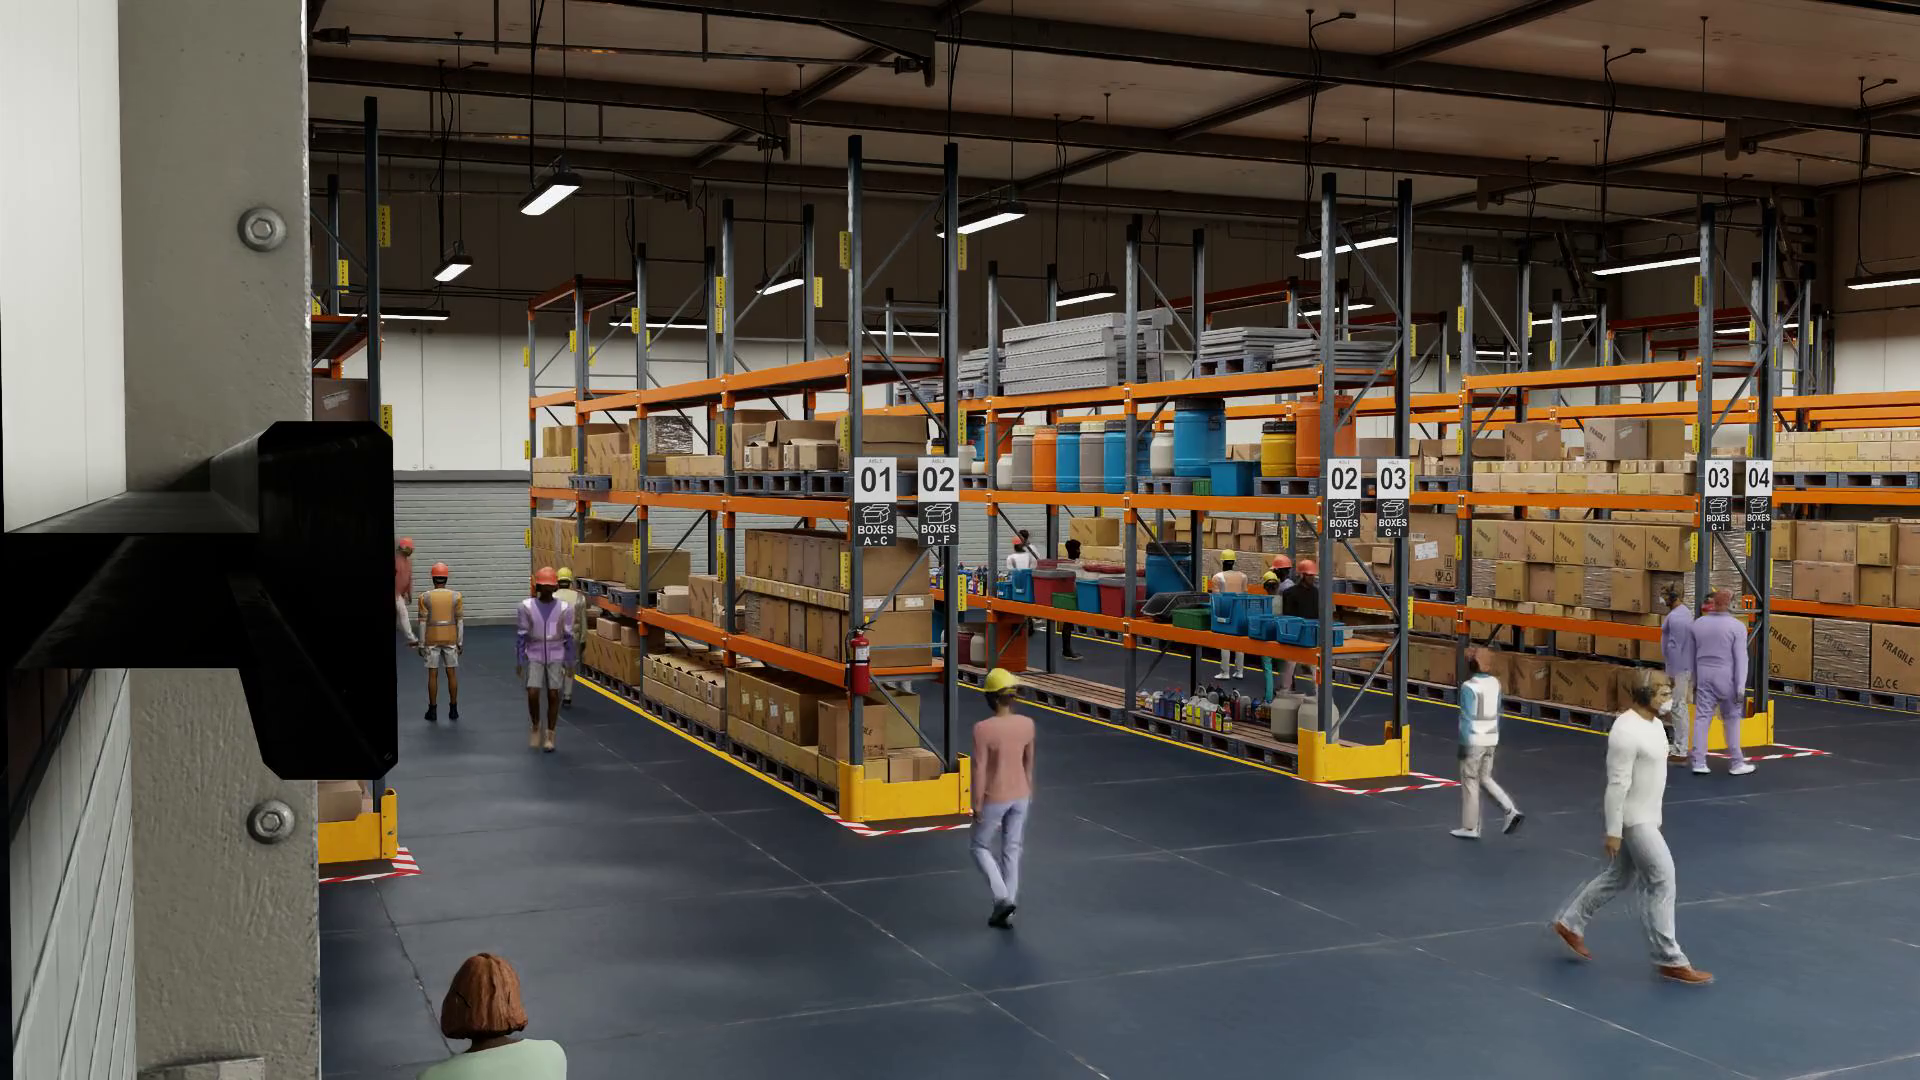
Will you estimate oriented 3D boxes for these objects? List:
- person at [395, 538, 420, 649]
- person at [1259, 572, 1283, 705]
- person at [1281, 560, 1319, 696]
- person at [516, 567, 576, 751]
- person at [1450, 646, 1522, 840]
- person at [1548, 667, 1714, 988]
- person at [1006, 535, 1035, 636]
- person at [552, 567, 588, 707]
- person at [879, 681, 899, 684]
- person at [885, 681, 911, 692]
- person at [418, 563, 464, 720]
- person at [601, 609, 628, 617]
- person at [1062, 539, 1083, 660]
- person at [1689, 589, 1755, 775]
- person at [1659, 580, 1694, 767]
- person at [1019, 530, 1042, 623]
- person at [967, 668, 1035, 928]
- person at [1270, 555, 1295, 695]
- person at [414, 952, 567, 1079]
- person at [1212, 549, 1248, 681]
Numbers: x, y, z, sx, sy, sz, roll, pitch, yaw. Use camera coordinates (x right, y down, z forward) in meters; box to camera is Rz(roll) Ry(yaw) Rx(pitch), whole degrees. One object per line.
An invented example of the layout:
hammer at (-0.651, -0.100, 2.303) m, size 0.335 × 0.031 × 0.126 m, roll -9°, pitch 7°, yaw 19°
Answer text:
person at (-9.716, 0.925, 30.952) m, size 1.009 × 1.930 × 0.626 m, roll 0°, pitch 2°, yaw 10°
person at (4.065, 1.294, 23.424) m, size 0.531 × 1.760 × 0.332 m, roll -1°, pitch 2°, yaw -26°
person at (4.400, 1.227, 22.908) m, size 0.617 × 1.940 × 1.041 m, roll -1°, pitch 2°, yaw -16°
person at (-4.527, 1.307, 19.613) m, size 0.630 × 2.025 × 0.497 m, roll 0°, pitch 2°, yaw -13°
person at (4.346, 1.689, 14.876) m, size 0.518 × 1.623 × 0.494 m, roll -2°, pitch 3°, yaw -42°
person at (4.089, 1.710, 10.987) m, size 0.988 × 1.897 × 0.631 m, roll 2°, pitch 3°, yaw 36°
person at (1.124, 0.857, 32.783) m, size 0.560 × 1.920 × 0.730 m, roll -1°, pitch 2°, yaw -15°
person at (-5.190, 1.266, 23.431) m, size 0.630 × 1.811 × 0.574 m, roll -1°, pitch 2°, yaw -20°
person at (-1.029, 1.172, 25.827) m, size 0.629 × 1.827 × 0.502 m, roll -1°, pitch 2°, yaw -18°
person at (-0.779, 1.333, 21.689) m, size 0.618 × 1.809 × 0.447 m, roll -1°, pitch 2°, yaw -14°
person at (-6.452, 1.251, 22.245) m, size 0.552 × 1.937 × 0.356 m, roll -1°, pitch 2°, yaw -26°
person at (-6.021, 0.911, 31.322) m, size 1.014 × 1.919 × 0.635 m, roll 2°, pitch 3°, yaw 44°
person at (1.817, 0.965, 29.339) m, size 0.373 × 1.966 × 0.605 m, roll 0°, pitch 2°, yaw 1°
person at (7.700, 1.439, 18.143) m, size 0.551 × 1.903 × 0.688 m, roll -1°, pitch 3°, yaw -33°
person at (7.513, 1.388, 18.815) m, size 0.375 × 1.932 × 0.621 m, roll 1°, pitch 2°, yaw 25°
person at (1.252, 0.742, 36.298) m, size 0.897 × 1.883 × 0.614 m, roll 1°, pitch 2°, yaw 19°
person at (0.281, 1.734, 12.019) m, size 0.535 × 1.753 × 0.384 m, roll -1°, pitch 3°, yaw -33°
person at (4.425, 1.171, 24.530) m, size 0.384 × 1.930 × 0.540 m, roll 0°, pitch 2°, yaw 11°
person at (-1.397, 2.049, 5.332) m, size 0.507 × 1.632 × 0.268 m, roll -2°, pitch 3°, yaw -42°
person at (3.952, 1.098, 26.375) m, size 0.589 × 1.927 × 0.388 m, roll -1°, pitch 2°, yaw -23°
